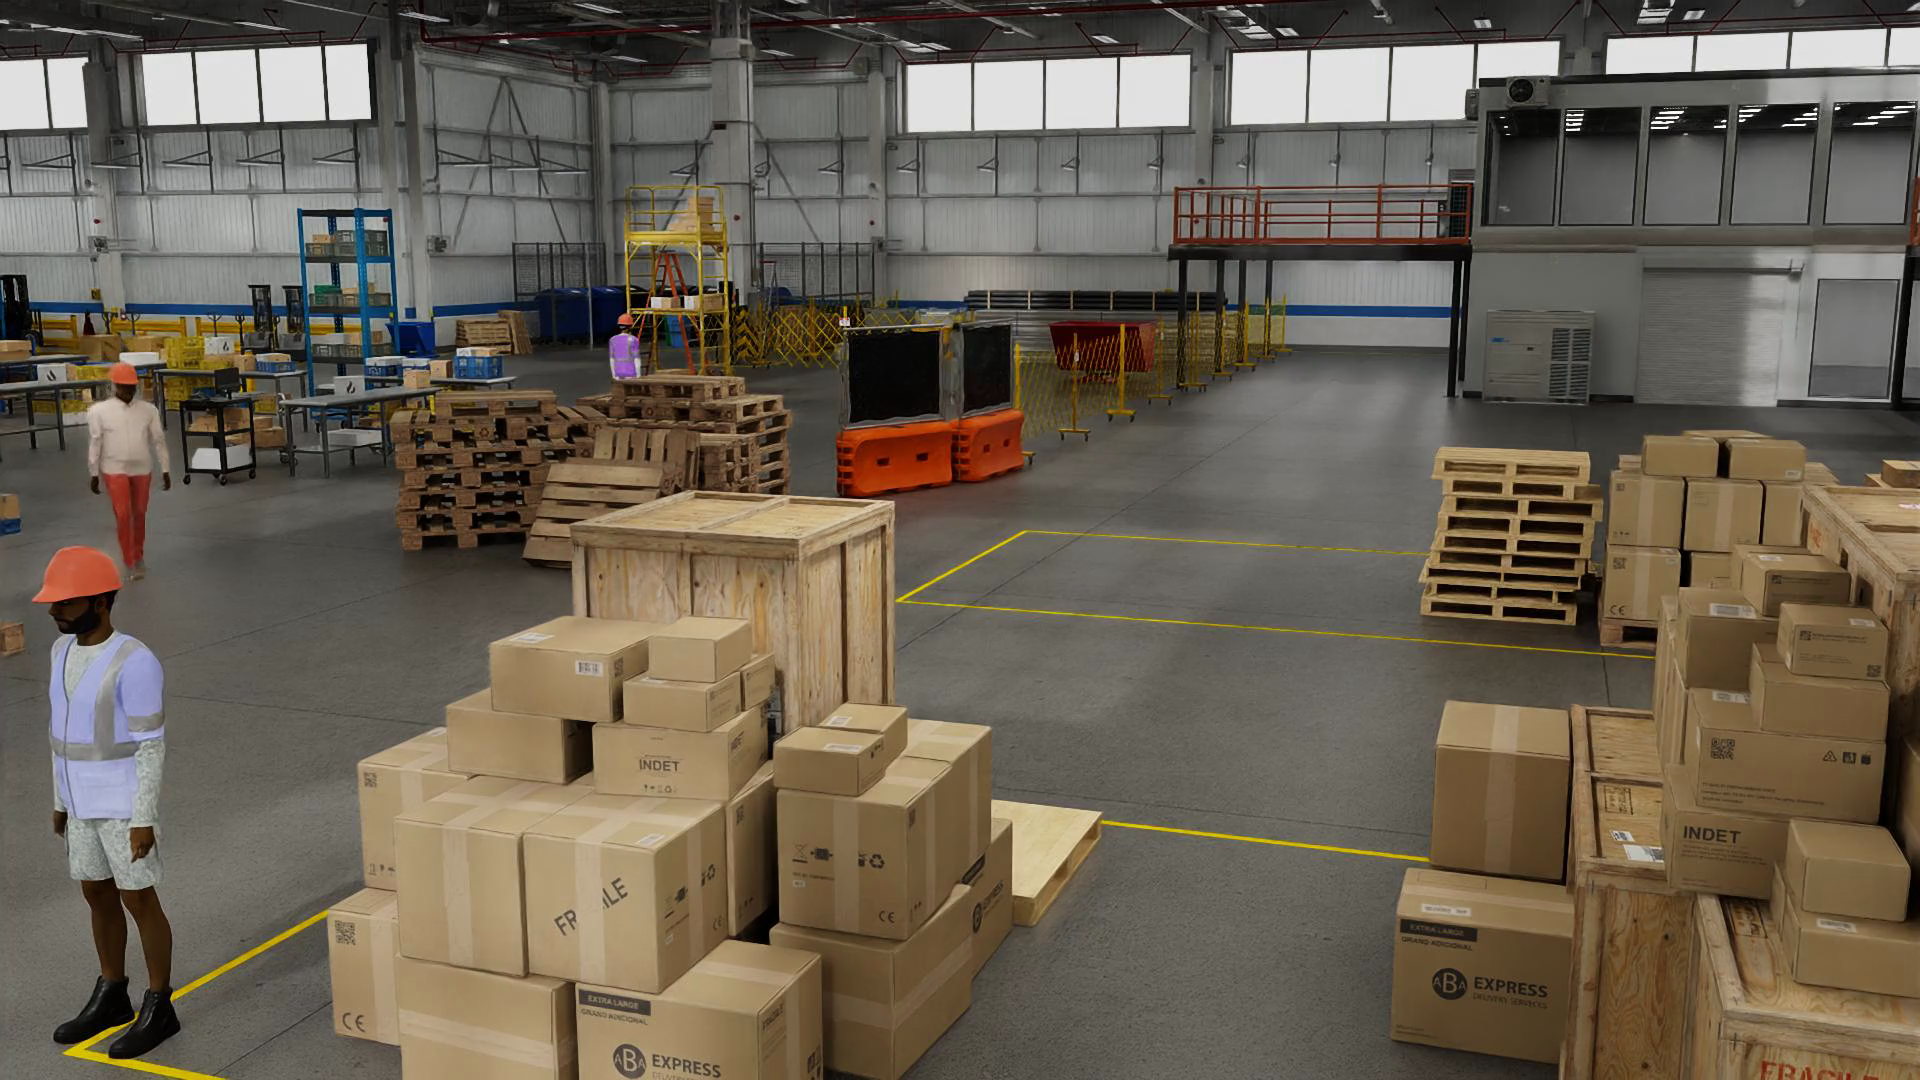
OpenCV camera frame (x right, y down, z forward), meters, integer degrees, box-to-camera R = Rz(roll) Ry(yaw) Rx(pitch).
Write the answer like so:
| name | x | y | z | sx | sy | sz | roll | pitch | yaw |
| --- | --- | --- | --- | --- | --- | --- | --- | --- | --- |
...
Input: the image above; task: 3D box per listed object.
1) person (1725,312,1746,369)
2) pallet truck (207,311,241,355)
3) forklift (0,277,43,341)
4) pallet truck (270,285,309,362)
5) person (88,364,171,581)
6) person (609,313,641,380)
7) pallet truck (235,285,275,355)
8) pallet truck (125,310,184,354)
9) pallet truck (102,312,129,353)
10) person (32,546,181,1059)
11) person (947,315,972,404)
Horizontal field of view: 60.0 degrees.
| name | x | y | z | sx | sy | sz | roll | pitch | yaw |
| --- | --- | --- | --- | --- | --- | --- | --- | --- | --- |
| person | 18.269 | -4.720 | 39.171 | 0.498 | 1.627 | 0.288 | 6 | 12 | 31 |
| pallet truck | -19.537 | -5.575 | 44.913 | 0.653 | 1.274 | 1.630 | 3 | 11 | 19 |
| forklift | -27.151 | -6.329 | 46.328 | 1.157 | 1.987 | 2.680 | 3 | 11 | 17 |
| pallet truck | -17.147 | -5.700 | 43.663 | 0.823 | 1.965 | 1.885 | 3 | 11 | 17 |
| person | -7.498 | -0.609 | 15.100 | 0.645 | 1.949 | 0.957 | -9 | 14 | -42 |
| person | -5.364 | -2.675 | 26.789 | 0.542 | 1.939 | 0.361 | 4 | 11 | 21 |
| pallet truck | -18.327 | -5.835 | 44.421 | 0.823 | 1.965 | 1.885 | 4 | 11 | 23 |
| pallet truck | -22.038 | -5.665 | 45.457 | 0.704 | 1.261 | 1.522 | 3 | 11 | 17 |
| pallet truck | -23.057 | -5.777 | 46.261 | 0.680 | 1.201 | 1.601 | 3 | 11 | 19 |
| person | -3.214 | 0.975 | 6.238 | 0.545 | 1.938 | 0.355 | 5 | 11 | 25 |
| person | 0.006 | -3.463 | 31.904 | 0.501 | 1.694 | 0.900 | 4 | 11 | 19 |
